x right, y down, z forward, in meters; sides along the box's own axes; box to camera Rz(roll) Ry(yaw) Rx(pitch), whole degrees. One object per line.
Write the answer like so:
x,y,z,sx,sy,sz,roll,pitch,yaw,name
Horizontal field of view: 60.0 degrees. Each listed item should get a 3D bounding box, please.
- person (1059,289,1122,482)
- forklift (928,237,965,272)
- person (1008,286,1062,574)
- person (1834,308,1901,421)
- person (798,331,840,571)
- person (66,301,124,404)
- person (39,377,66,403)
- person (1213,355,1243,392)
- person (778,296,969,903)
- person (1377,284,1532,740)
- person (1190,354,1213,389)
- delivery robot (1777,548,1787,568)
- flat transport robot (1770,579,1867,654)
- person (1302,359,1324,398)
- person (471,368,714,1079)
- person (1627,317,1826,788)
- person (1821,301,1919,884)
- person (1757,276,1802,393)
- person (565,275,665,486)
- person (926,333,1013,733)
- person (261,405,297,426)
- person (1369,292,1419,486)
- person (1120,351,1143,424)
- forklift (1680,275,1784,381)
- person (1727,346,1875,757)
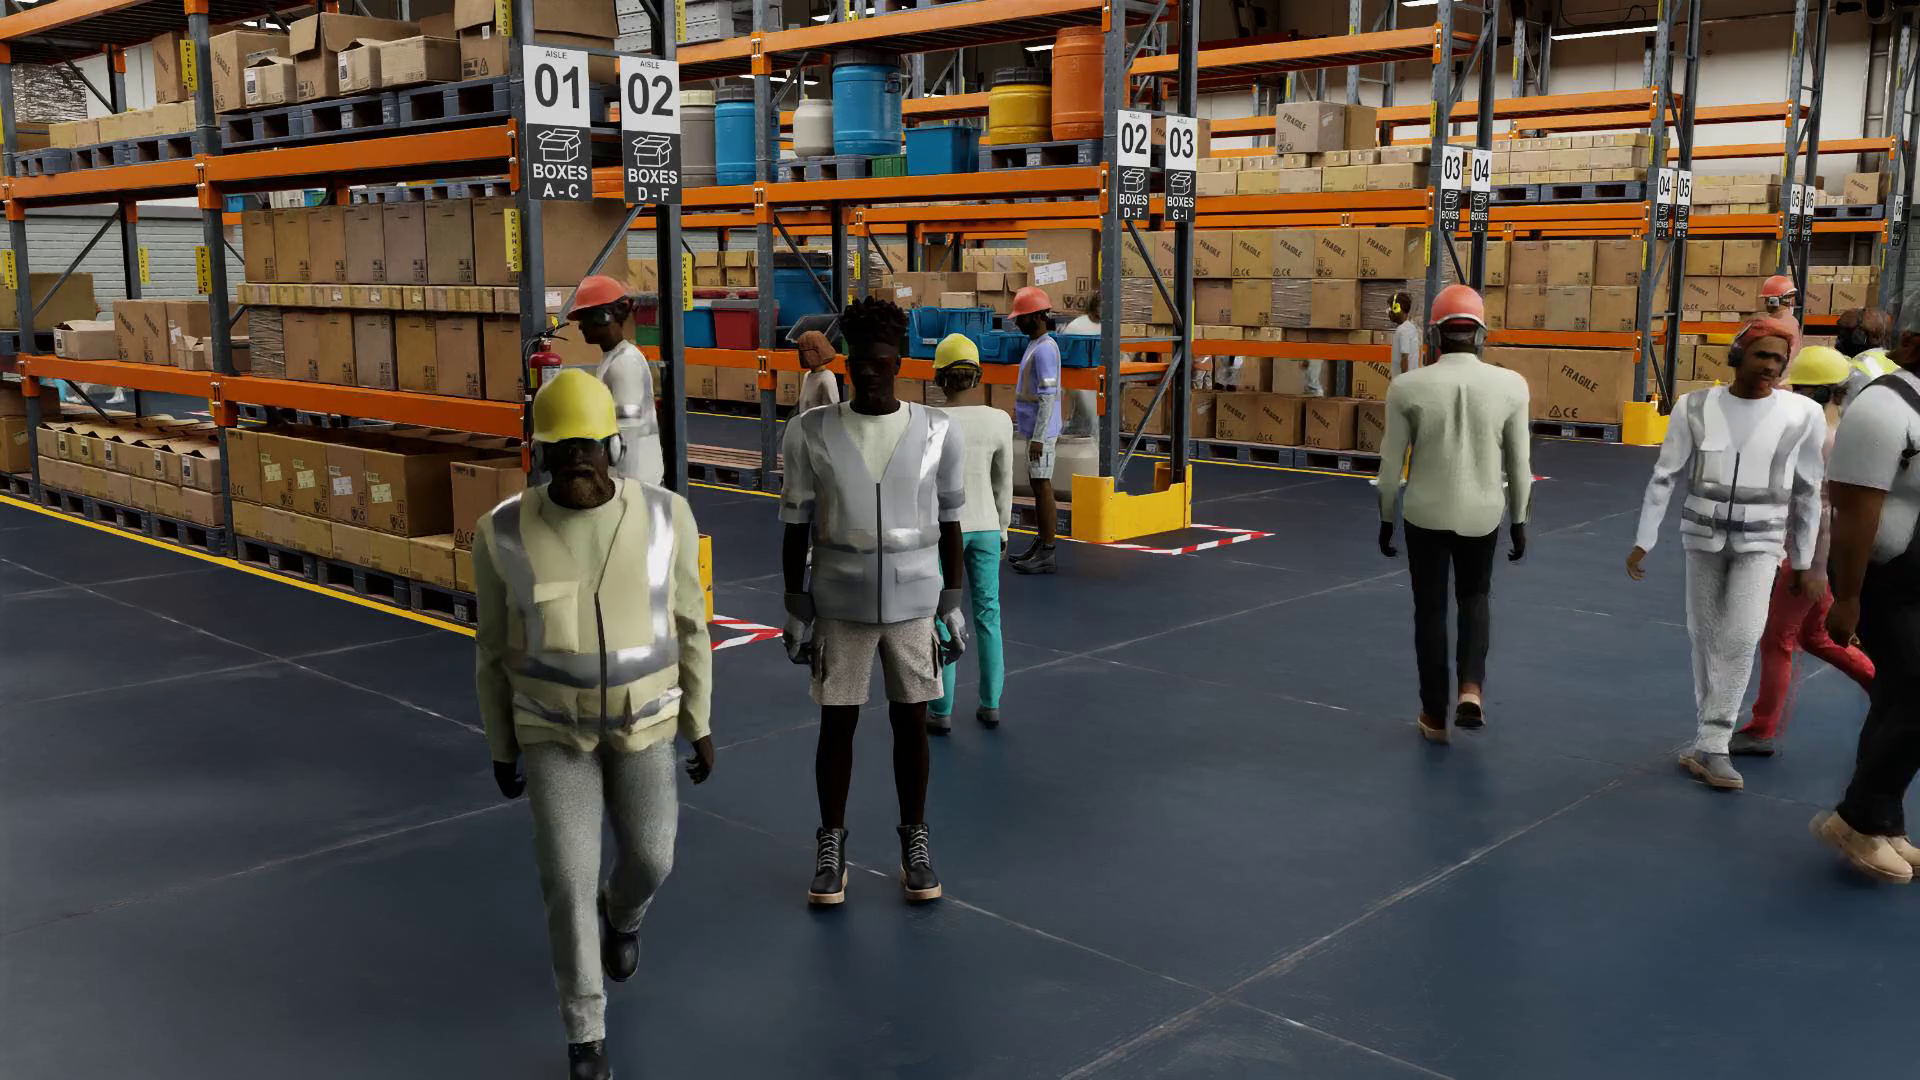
1.195,-1.530,16.355,0.641,1.870,1.057,-8,12,-40,person
-0.326,-5.817,39.609,1.129,2.768,1.873,9,13,43,forklift
0.505,-0.750,11.313,0.370,1.932,0.543,0,9,-2,person
5.176,-0.435,9.715,0.640,1.821,0.579,-7,12,-37,person
-0.971,-0.611,11.371,0.285,1.632,0.499,-4,10,-24,person
-13.236,-2.868,25.359,0.833,1.586,0.513,-4,10,-25,person
-13.167,-2.744,23.947,0.579,1.814,0.954,-8,12,-42,person
3.411,-2.222,21.113,0.396,1.678,0.540,2,9,12,person
-0.275,0.200,5.382,0.613,1.964,0.361,-1,9,-7,person
2.133,-0.112,7.243,0.643,1.980,0.431,1,9,6,person
2.911,-2.061,20.255,0.310,1.638,0.514,8,12,41,person
5.166,0.071,10.335,0.477,0.478,0.707,0,9,3,delivery robot
5.165,0.429,9.296,0.652,0.197,1.431,1,9,3,flat transport robot
4.582,-2.385,21.447,0.430,1.914,0.694,2,10,14,person
-0.956,0.448,4.343,0.596,1.811,0.706,-3,10,-18,person
3.072,0.037,6.708,0.679,1.857,0.558,6,11,33,person
3.201,0.160,5.532,0.705,2.000,0.537,-7,12,-37,person
7.060,-1.286,14.421,0.394,1.987,0.623,5,11,30,person
-1.671,-0.300,8.291,0.517,2.011,0.758,-3,10,-18,person
-0.010,-0.028,7.395,0.525,1.769,0.308,-4,10,-24,person
-7.546,-1.760,18.256,0.480,1.687,0.552,5,10,28,person
4.219,-1.415,15.681,0.570,1.833,0.581,3,10,16,person
2.243,-2.453,21.916,0.689,1.878,0.654,7,11,36,person
12.480,-3.427,27.053,1.214,2.155,2.313,9,13,43,forklift
3.603,0.066,6.901,0.761,1.740,0.532,4,10,25,person
